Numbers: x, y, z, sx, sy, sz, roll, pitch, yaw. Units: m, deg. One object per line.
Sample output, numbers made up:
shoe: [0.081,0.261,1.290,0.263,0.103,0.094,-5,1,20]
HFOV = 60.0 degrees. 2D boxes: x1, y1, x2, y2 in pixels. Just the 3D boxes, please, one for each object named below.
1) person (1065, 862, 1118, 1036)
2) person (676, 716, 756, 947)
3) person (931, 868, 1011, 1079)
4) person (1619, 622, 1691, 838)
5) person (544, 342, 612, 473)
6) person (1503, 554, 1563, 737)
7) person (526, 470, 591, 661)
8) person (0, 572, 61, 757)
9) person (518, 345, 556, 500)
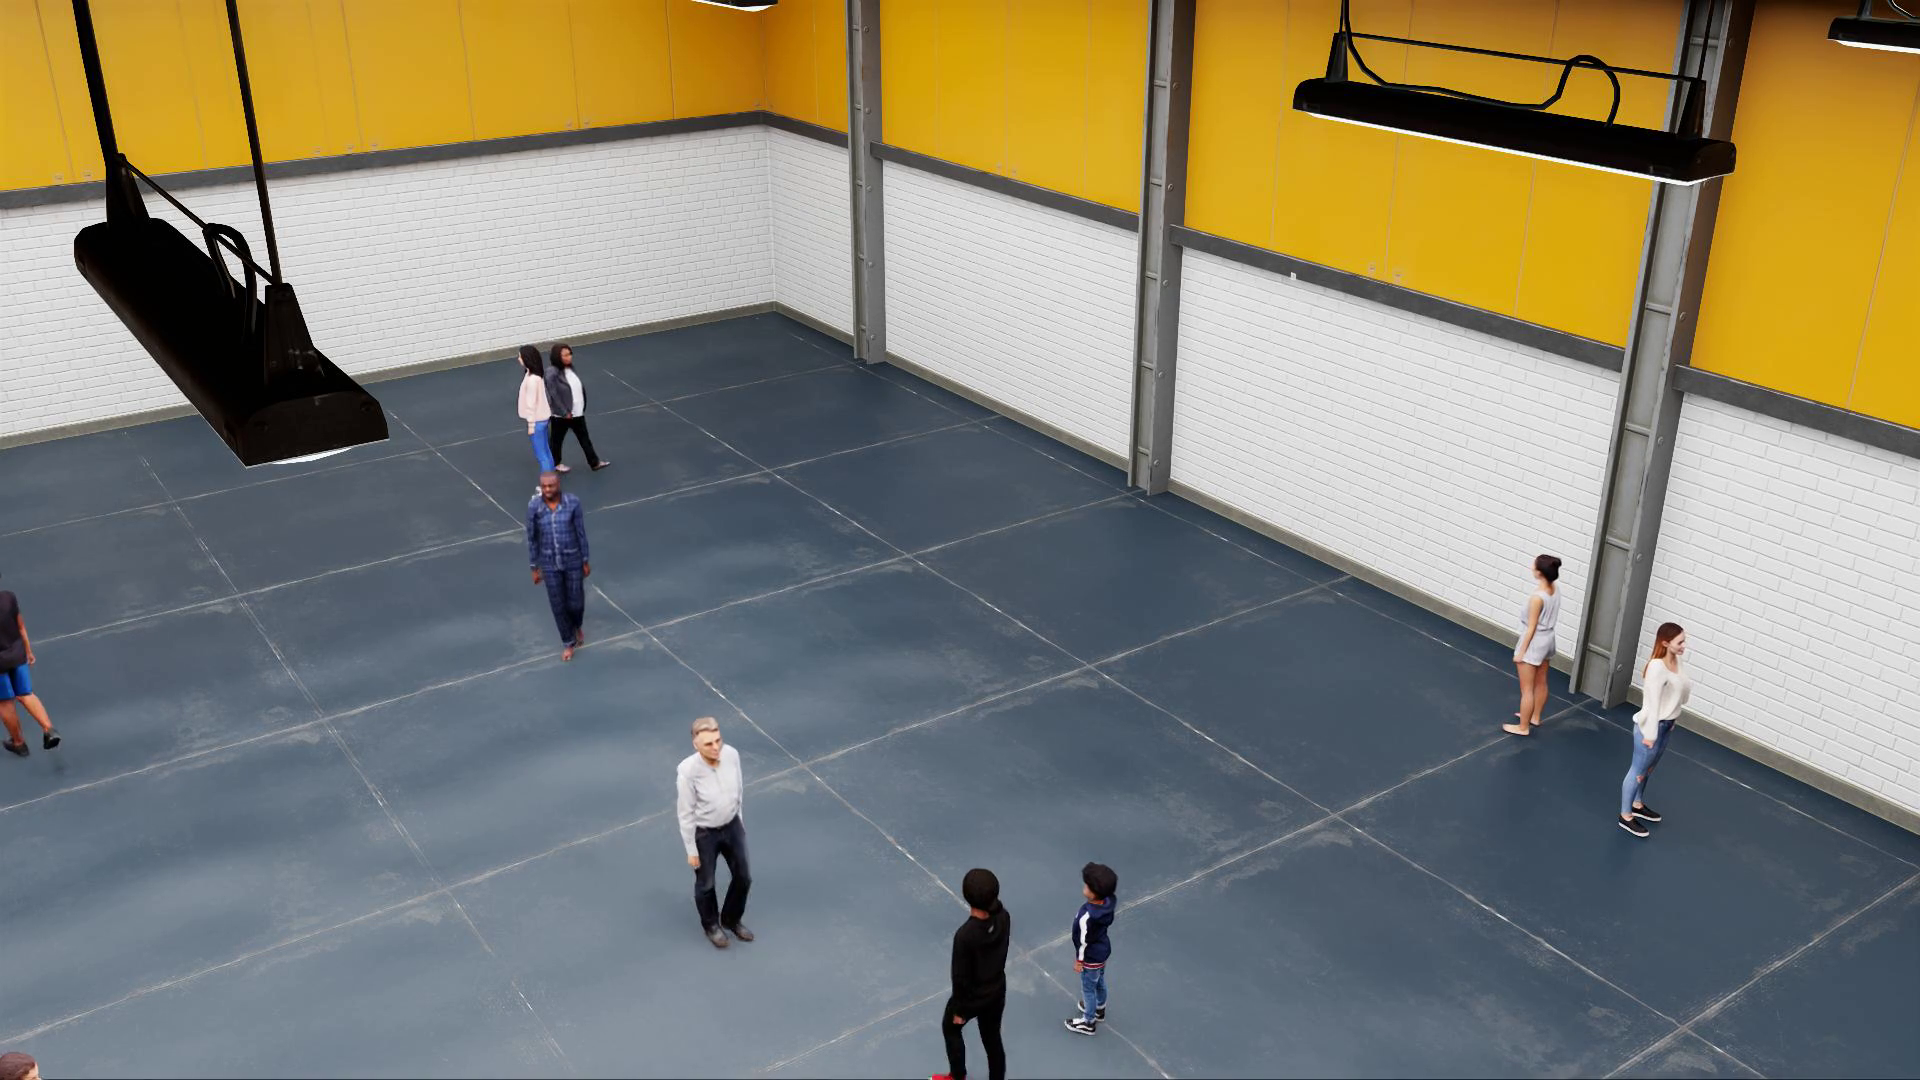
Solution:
person: [0.832,2.539,10.396,0.604,1.222,0.588,13,27,28]
person: [-1.682,1.900,11.134,0.691,1.801,0.657,-20,31,-38]
person: [0.166,2.652,9.588,0.639,1.661,0.738,-19,30,-36]
person: [5.192,1.388,12.441,0.611,1.692,0.657,21,31,39]
person: [-4.621,-1.496,19.204,1.094,1.560,0.942,11,26,24]
person: [4.777,0.846,13.755,0.558,1.632,0.599,22,32,40]
person: [-3.593,0.190,15.036,0.811,1.810,0.834,-3,24,-7]
person: [-7.593,0.974,13.276,0.990,1.783,0.815,13,27,28]
person: [-4.698,-1.319,18.542,0.784,1.765,0.672,-1,24,-3]
